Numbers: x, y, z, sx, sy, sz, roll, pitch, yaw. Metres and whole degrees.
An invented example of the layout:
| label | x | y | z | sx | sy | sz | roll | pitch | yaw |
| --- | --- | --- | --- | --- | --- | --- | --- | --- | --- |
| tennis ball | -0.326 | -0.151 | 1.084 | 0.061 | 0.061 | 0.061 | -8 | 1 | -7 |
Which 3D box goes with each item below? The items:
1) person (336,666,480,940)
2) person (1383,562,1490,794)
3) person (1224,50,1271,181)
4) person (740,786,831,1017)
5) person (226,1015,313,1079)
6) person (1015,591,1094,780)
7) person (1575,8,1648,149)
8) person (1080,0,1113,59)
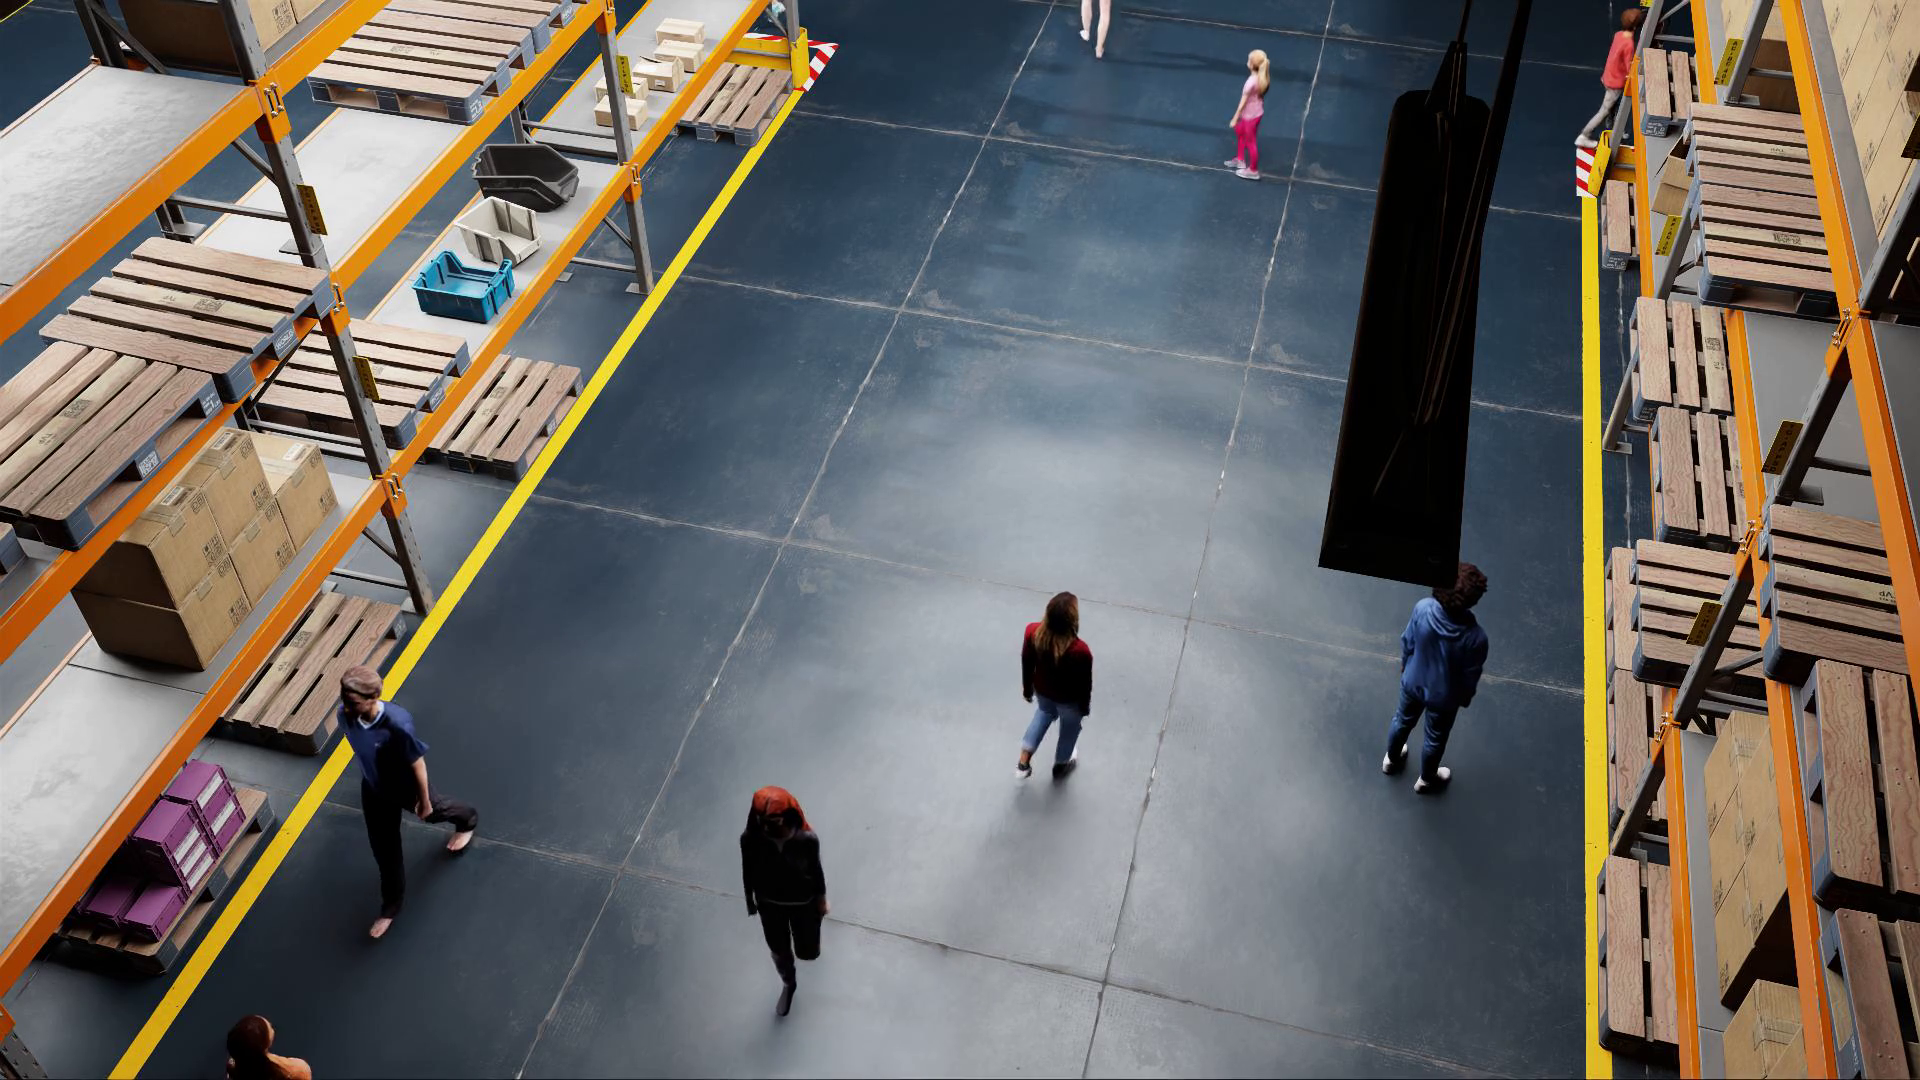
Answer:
| label | x | y | z | sx | sy | sz | roll | pitch | yaw |
| --- | --- | --- | --- | --- | --- | --- | --- | --- | --- |
| person | -3.156 | 1.343 | 9.524 | 0.733 | 1.817 | 1.206 | 14 | 45 | 14 |
| person | 2.879 | 0.835 | 10.062 | 0.761 | 1.811 | 0.753 | 34 | 53 | 30 |
| person | 2.775 | -3.939 | 15.475 | 0.616 | 1.258 | 0.588 | 17 | 46 | 17 |
| person | -0.926 | 1.874 | 9.004 | 0.703 | 1.766 | 0.803 | 1 | 44 | 1 |
| person | -3.211 | 2.913 | 7.893 | 0.606 | 1.796 | 1.093 | 9 | 44 | 9 |
| person | 0.564 | 0.955 | 10.074 | 0.738 | 1.620 | 0.858 | 24 | 49 | 24 |
| person | 6.186 | -4.363 | 15.818 | 0.724 | 1.398 | 0.795 | -2 | 44 | -2 |
| person | 1.442 | -5.789 | 17.061 | 0.717 | 1.747 | 0.875 | 2 | 44 | 2 |
